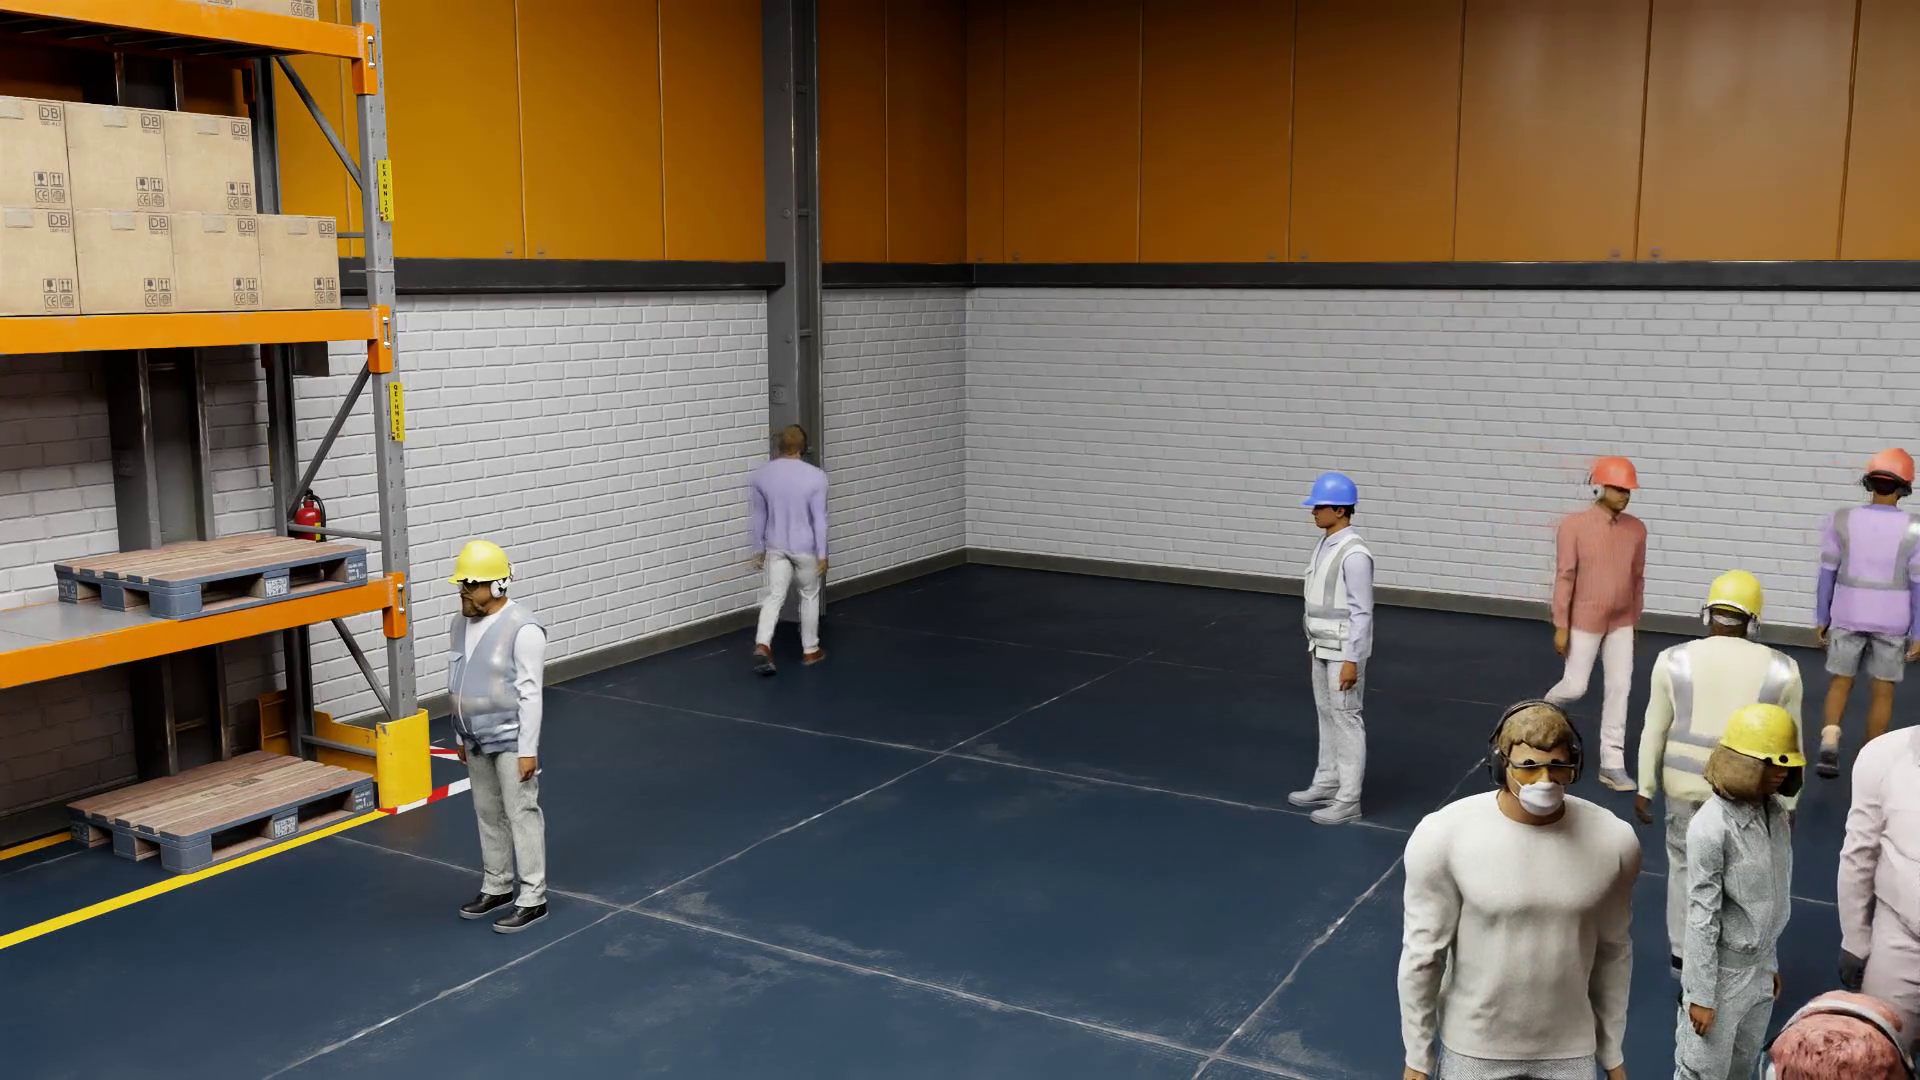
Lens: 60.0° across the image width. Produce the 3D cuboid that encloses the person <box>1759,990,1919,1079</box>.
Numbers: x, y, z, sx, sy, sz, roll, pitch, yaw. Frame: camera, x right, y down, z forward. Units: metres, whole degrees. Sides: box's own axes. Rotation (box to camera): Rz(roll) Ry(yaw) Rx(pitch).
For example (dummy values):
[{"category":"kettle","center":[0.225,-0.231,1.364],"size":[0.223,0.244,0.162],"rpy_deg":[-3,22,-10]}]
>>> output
[{"category":"person","center":[1.373,1.660,2.717],"size":[0.644,1.899,0.395],"rpy_deg":[8,12,39]}]

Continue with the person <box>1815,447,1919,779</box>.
[{"category":"person","center":[5.307,0.474,9.703],"size":[0.606,2.031,0.617],"rpy_deg":[8,12,40]}]

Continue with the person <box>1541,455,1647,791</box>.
[{"category":"person","center":[3.781,0.461,9.939],"size":[0.628,1.973,0.795],"rpy_deg":[-2,9,-13]}]

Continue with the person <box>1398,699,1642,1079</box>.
[{"category":"person","center":[1.482,1.360,4.447],"size":[0.633,1.938,0.356],"rpy_deg":[0,9,-3]}]

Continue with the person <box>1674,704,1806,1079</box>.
[{"category":"person","center":[2.404,1.348,5.136],"size":[0.493,1.741,0.309],"rpy_deg":[-7,12,-39]}]

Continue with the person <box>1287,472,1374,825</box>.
[{"category":"person","center":[2.074,0.594,9.203],"size":[0.405,1.948,0.605],"rpy_deg":[-1,9,-8]}]

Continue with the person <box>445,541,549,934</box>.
[{"category":"person","center":[-2.150,0.900,7.698],"size":[0.586,1.824,0.405],"rpy_deg":[6,11,35]}]

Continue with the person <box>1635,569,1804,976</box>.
[{"category":"person","center":[3.154,1.032,6.921],"size":[0.625,1.802,0.686],"rpy_deg":[4,10,24]}]

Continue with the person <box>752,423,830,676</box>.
[{"category":"person","center":[-1.298,0.066,12.618],"size":[0.638,1.911,0.919],"rpy_deg":[3,10,18]}]

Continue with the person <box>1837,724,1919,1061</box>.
[{"category":"person","center":[3.044,1.273,5.114],"size":[0.638,1.904,0.402],"rpy_deg":[4,10,25]}]
